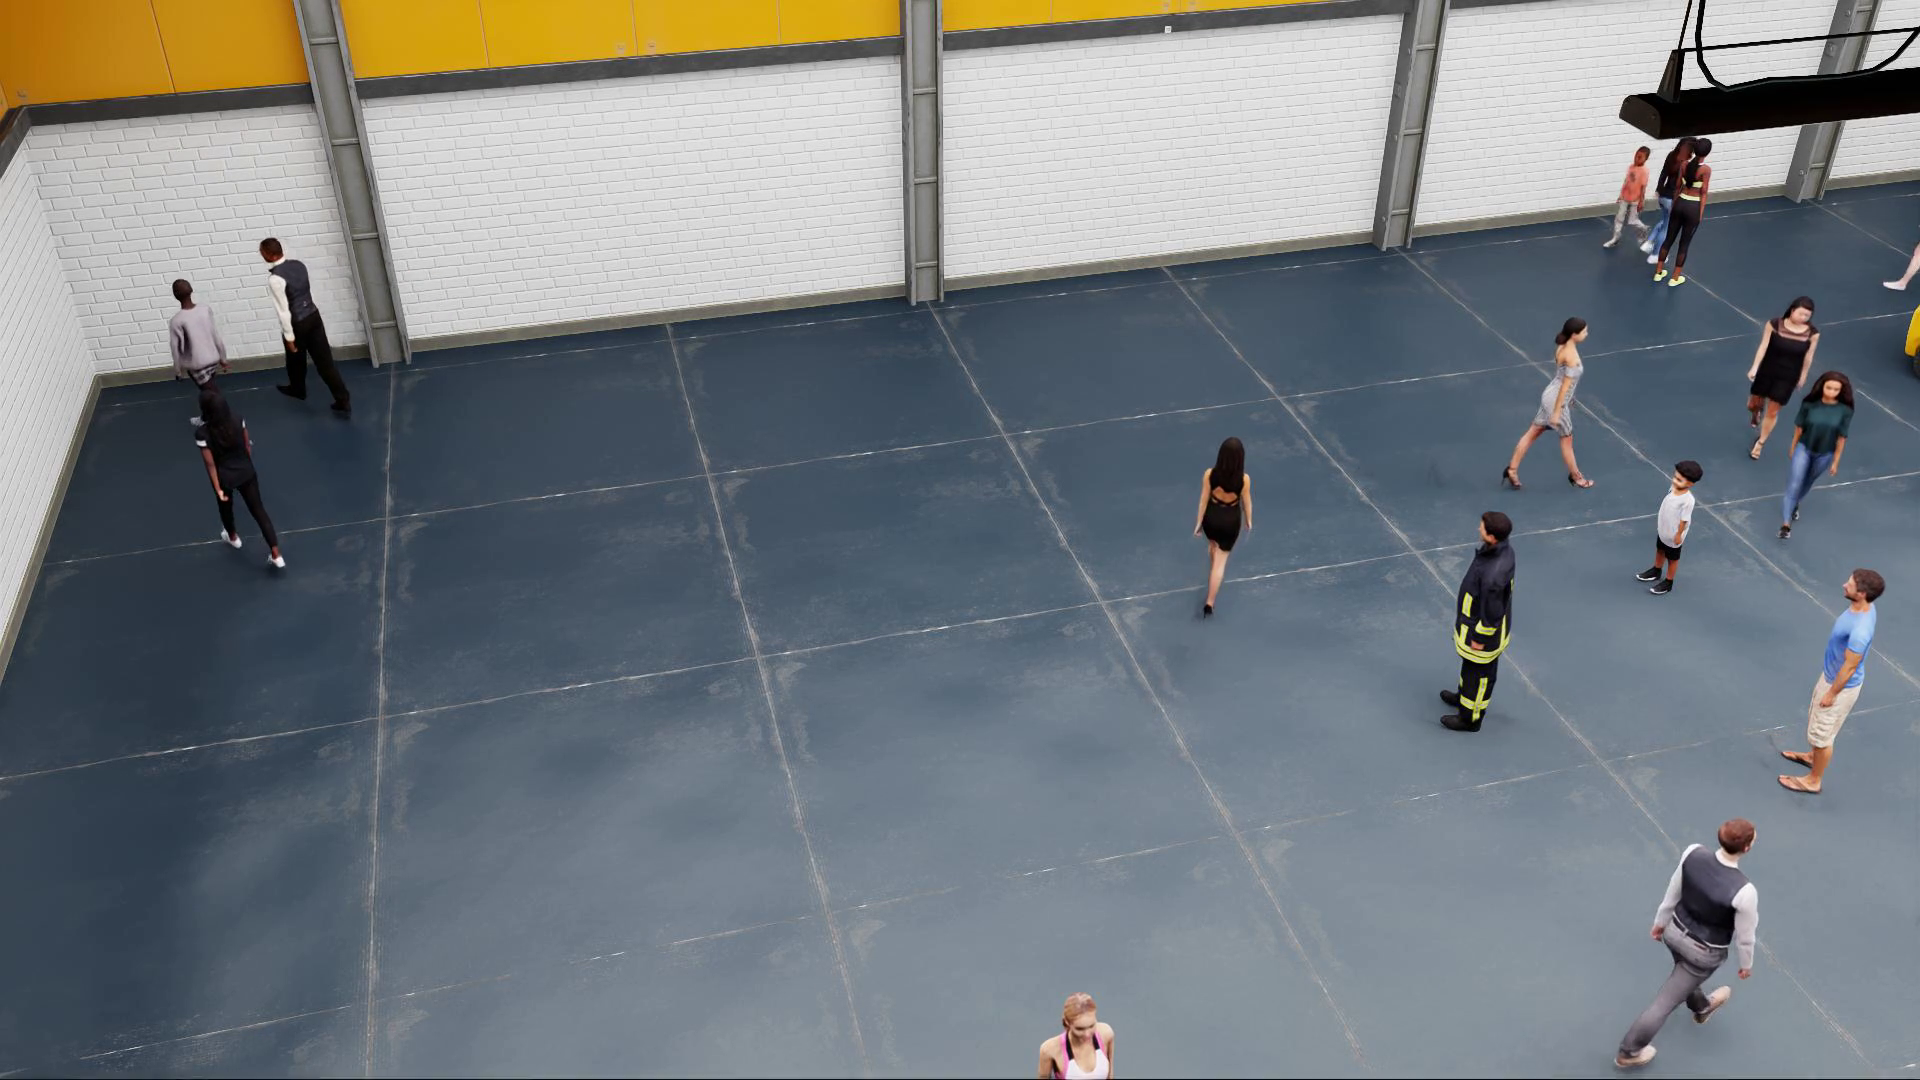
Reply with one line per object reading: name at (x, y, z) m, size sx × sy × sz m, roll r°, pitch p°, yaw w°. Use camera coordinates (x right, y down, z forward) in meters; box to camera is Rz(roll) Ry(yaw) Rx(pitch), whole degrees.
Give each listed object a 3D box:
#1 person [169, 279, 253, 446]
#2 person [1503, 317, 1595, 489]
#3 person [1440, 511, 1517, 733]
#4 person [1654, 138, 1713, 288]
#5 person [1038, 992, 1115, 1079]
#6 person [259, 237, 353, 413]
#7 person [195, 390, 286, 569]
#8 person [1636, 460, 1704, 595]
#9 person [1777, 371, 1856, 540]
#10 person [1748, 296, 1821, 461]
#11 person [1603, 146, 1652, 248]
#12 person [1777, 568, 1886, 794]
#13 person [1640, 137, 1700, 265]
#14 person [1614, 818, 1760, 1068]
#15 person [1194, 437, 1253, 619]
person at (-7.301, -1.673, 16.169) m, size 1.183 × 1.727 × 1.121 m, roll 18°, pitch 38°, yaw 25°
person at (5.435, -1.235, 15.462) m, size 1.158 × 1.779 × 0.900 m, roll 5°, pitch 34°, yaw 7°
person at (3.972, 0.605, 12.564) m, size 0.891 × 1.923 × 0.891 m, roll 9°, pitch 35°, yaw 14°
person at (8.457, -3.823, 19.382) m, size 0.623 × 1.752 × 0.617 m, roll -23°, pitch 40°, yaw -31°
person at (0.603, 3.076, 8.970) m, size 0.494 × 1.787 × 0.690 m, roll -13°, pitch 36°, yaw -19°
person at (-6.539, -2.111, 16.707) m, size 1.358 × 1.862 × 1.235 m, roll 14°, pitch 36°, yaw 21°
person at (-6.244, -0.505, 14.448) m, size 1.199 × 1.686 × 1.058 m, roll -28°, pitch 43°, yaw -35°
person at (6.133, -0.133, 14.278) m, size 0.473 × 1.256 × 0.478 m, roll -7°, pitch 34°, yaw -11°
person at (7.720, -0.818, 15.019) m, size 1.055 × 1.577 × 1.069 m, roll 14°, pitch 36°, yaw 20°
person at (7.903, -1.604, 16.092) m, size 0.921 × 1.699 × 0.975 m, roll 16°, pitch 37°, yaw 22°
person at (8.280, -4.196, 20.357) m, size 0.809 × 1.293 × 0.576 m, roll -11°, pitch 35°, yaw -16°
person at (6.356, 1.005, 12.017) m, size 0.778 × 1.863 × 0.727 m, roll 16°, pitch 37°, yaw 23°
person at (8.425, -4.044, 19.827) m, size 0.599 × 1.627 × 0.648 m, roll -9°, pitch 35°, yaw -14°
person at (4.284, 2.423, 9.853) m, size 1.232 × 1.897 × 0.815 m, roll -14°, pitch 36°, yaw -20°
person at (2.164, -0.060, 13.848) m, size 1.045 × 1.610 × 1.007 m, roll 10°, pitch 35°, yaw 15°
